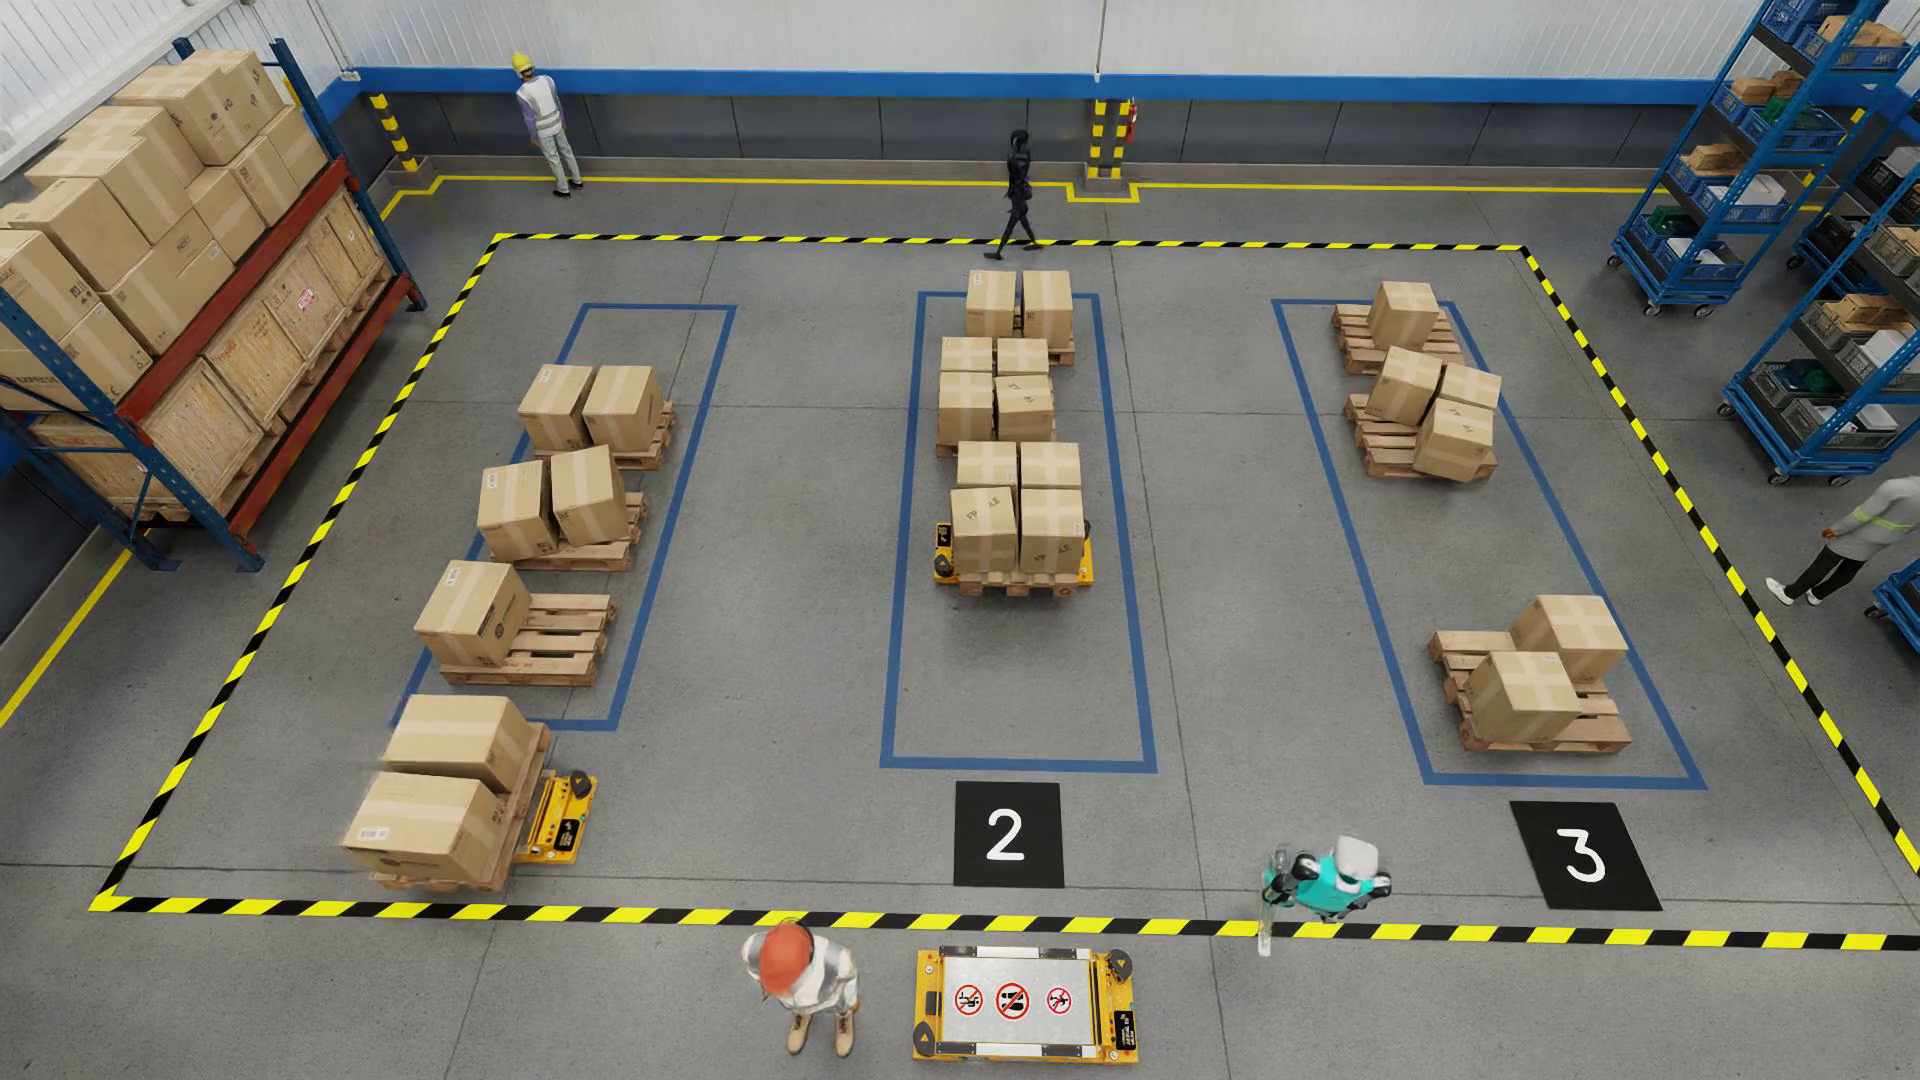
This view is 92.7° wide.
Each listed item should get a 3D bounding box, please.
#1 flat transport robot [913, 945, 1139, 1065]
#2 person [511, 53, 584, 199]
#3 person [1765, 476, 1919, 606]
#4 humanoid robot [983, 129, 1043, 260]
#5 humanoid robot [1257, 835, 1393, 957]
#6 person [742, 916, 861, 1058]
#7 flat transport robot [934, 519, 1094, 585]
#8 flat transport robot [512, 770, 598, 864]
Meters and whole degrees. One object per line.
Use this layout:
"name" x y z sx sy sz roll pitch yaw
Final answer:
"flat transport robot" 0.422 3.041 6.007 1.431 0.231 0.659 1 51 1
"person" -5.336 -5.317 11.817 0.403 1.821 0.588 23 54 18
"person" 7.484 -0.090 7.537 0.589 1.852 0.370 3 51 2
"humanoid robot" 0.673 -4.128 10.971 0.791 1.621 0.585 -7 51 -6
"humanoid robot" 2.220 2.061 5.892 0.562 1.814 0.887 10 51 8
"person" -0.865 2.584 5.236 0.607 2.044 0.391 6 51 5
"flat transport robot" 0.490 0.087 8.397 1.431 0.197 0.652 1 51 1
"flat transport robot" -3.512 2.038 6.806 1.431 0.197 0.652 1 51 1
